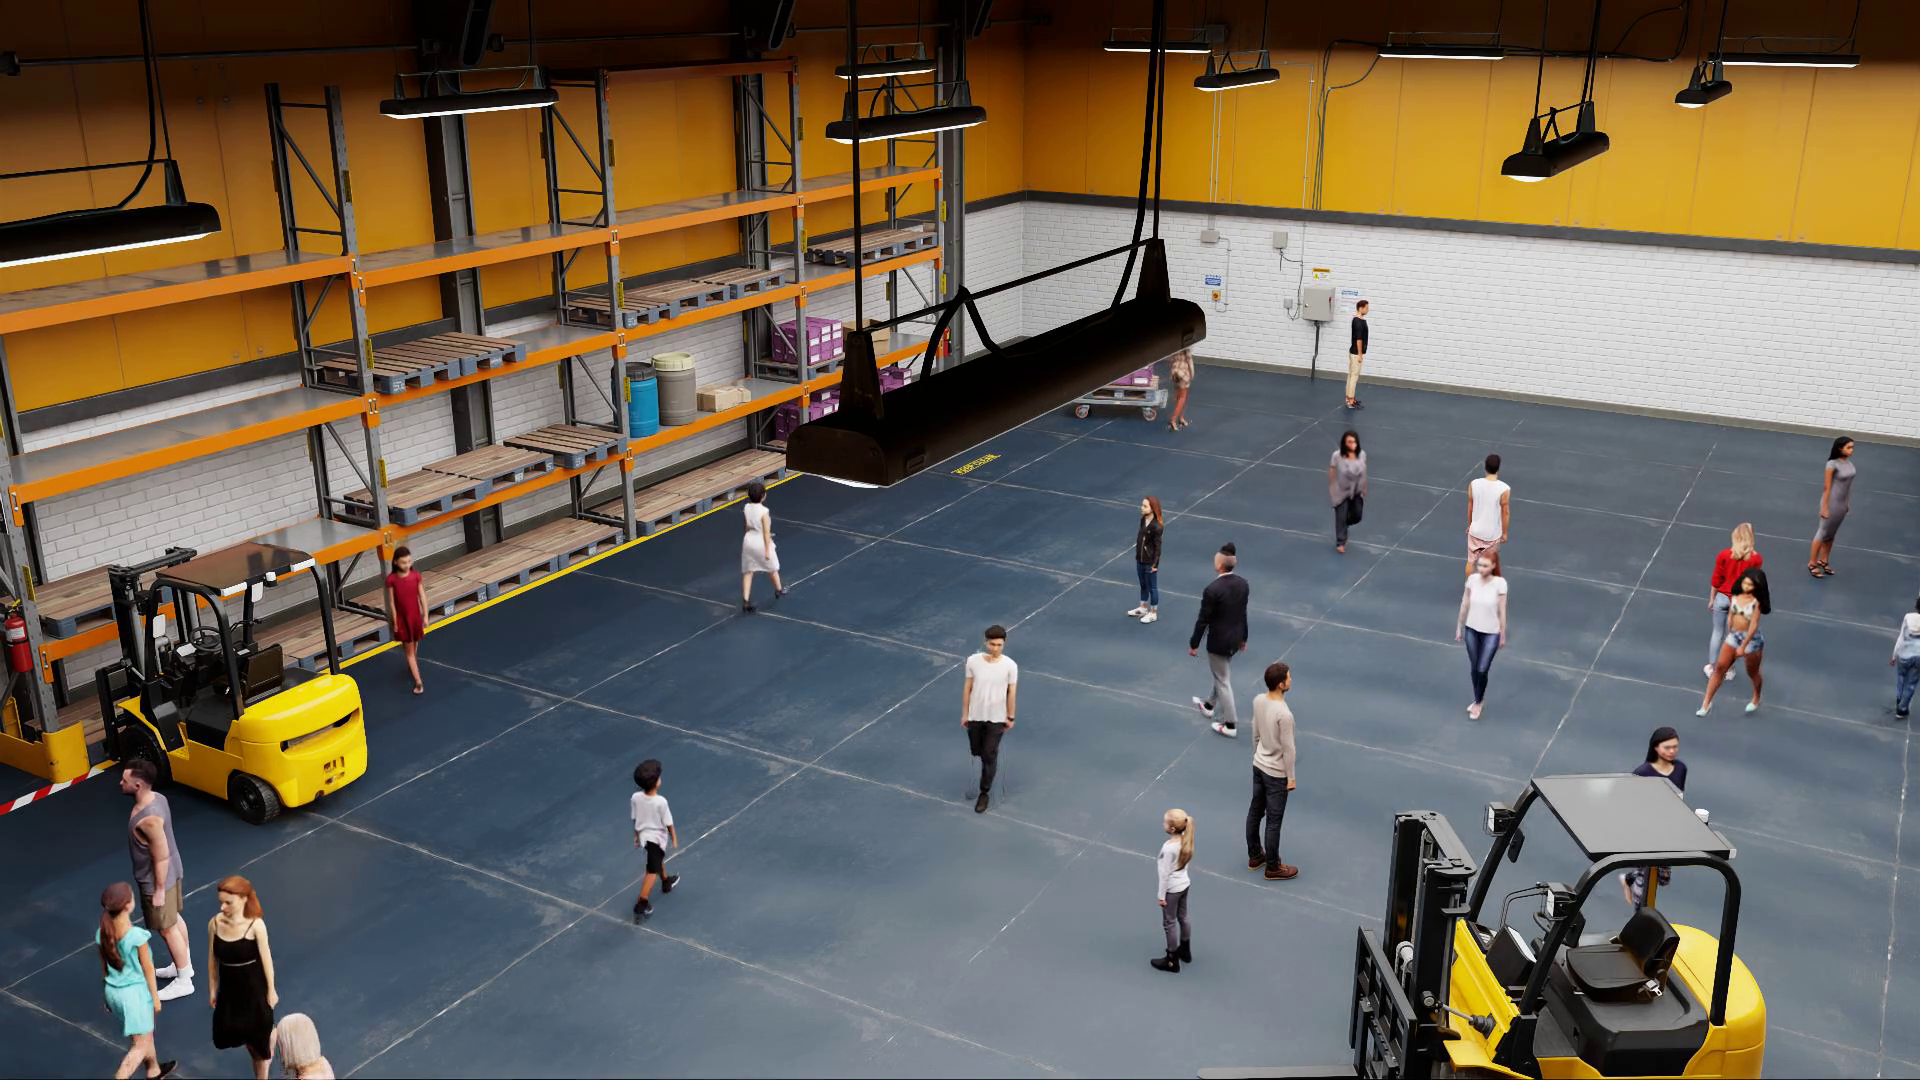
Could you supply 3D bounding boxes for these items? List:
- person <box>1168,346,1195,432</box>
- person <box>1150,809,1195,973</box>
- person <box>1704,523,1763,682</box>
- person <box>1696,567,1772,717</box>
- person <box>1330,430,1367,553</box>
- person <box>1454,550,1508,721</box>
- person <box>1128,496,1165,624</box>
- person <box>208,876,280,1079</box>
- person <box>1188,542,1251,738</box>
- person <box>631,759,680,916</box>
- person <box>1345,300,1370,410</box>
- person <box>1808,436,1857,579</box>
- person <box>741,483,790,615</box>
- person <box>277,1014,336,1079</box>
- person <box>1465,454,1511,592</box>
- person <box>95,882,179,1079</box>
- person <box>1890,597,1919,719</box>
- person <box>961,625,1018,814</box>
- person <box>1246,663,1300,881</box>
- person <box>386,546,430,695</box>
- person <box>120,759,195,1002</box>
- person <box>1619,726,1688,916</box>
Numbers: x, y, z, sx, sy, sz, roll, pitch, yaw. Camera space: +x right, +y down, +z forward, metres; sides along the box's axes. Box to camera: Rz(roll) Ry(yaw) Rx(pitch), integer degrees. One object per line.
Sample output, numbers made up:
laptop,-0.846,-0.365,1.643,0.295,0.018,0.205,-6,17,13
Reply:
person,3.570,-2.650,27.032,0.886,1.785,0.766,-13,22,-33
person,1.600,2.574,12.320,0.579,1.274,0.459,14,23,36
person,8.074,0.646,17.374,0.667,1.702,0.606,6,19,16
person,7.804,1.042,16.423,1.081,1.558,0.874,-9,21,-26
person,4.979,-0.657,21.420,0.863,1.589,0.945,-2,19,-6
person,5.246,0.908,16.567,0.668,1.720,0.763,15,24,37
person,2.159,0.203,19.032,0.663,1.483,0.641,-10,21,-27
person,-4.621,2.891,10.855,0.738,1.608,0.924,3,19,9
person,2.600,0.979,16.018,1.047,1.936,1.022,-13,23,-33
person,-2.437,2.346,13.050,0.560,1.240,0.903,8,20,23
person,6.815,-3.209,28.589,0.771,1.850,0.616,2,19,5
person,10.705,-0.413,20.399,0.621,1.779,0.721,-10,21,-27
person,-2.383,0.125,19.222,0.568,1.510,0.980,11,21,29
person,-3.553,3.412,9.177,0.893,1.692,0.811,-14,23,-36
person,6.170,-0.133,19.548,0.660,1.791,0.585,13,23,34
person,-5.382,2.972,10.719,0.675,1.541,1.012,5,19,16
person,9.455,1.170,16.549,0.606,1.236,0.796,16,24,40
person,0.260,1.523,14.784,0.775,1.693,1.065,6,20,18
person,2.528,1.861,13.507,0.759,1.868,0.741,-9,21,-25
person,-5.756,0.780,17.276,1.034,1.511,0.918,-11,21,-29
person,-5.736,2.400,11.918,0.770,1.846,0.720,-7,20,-20
person,5.282,2.181,12.789,0.858,1.719,0.920,-5,19,-14
